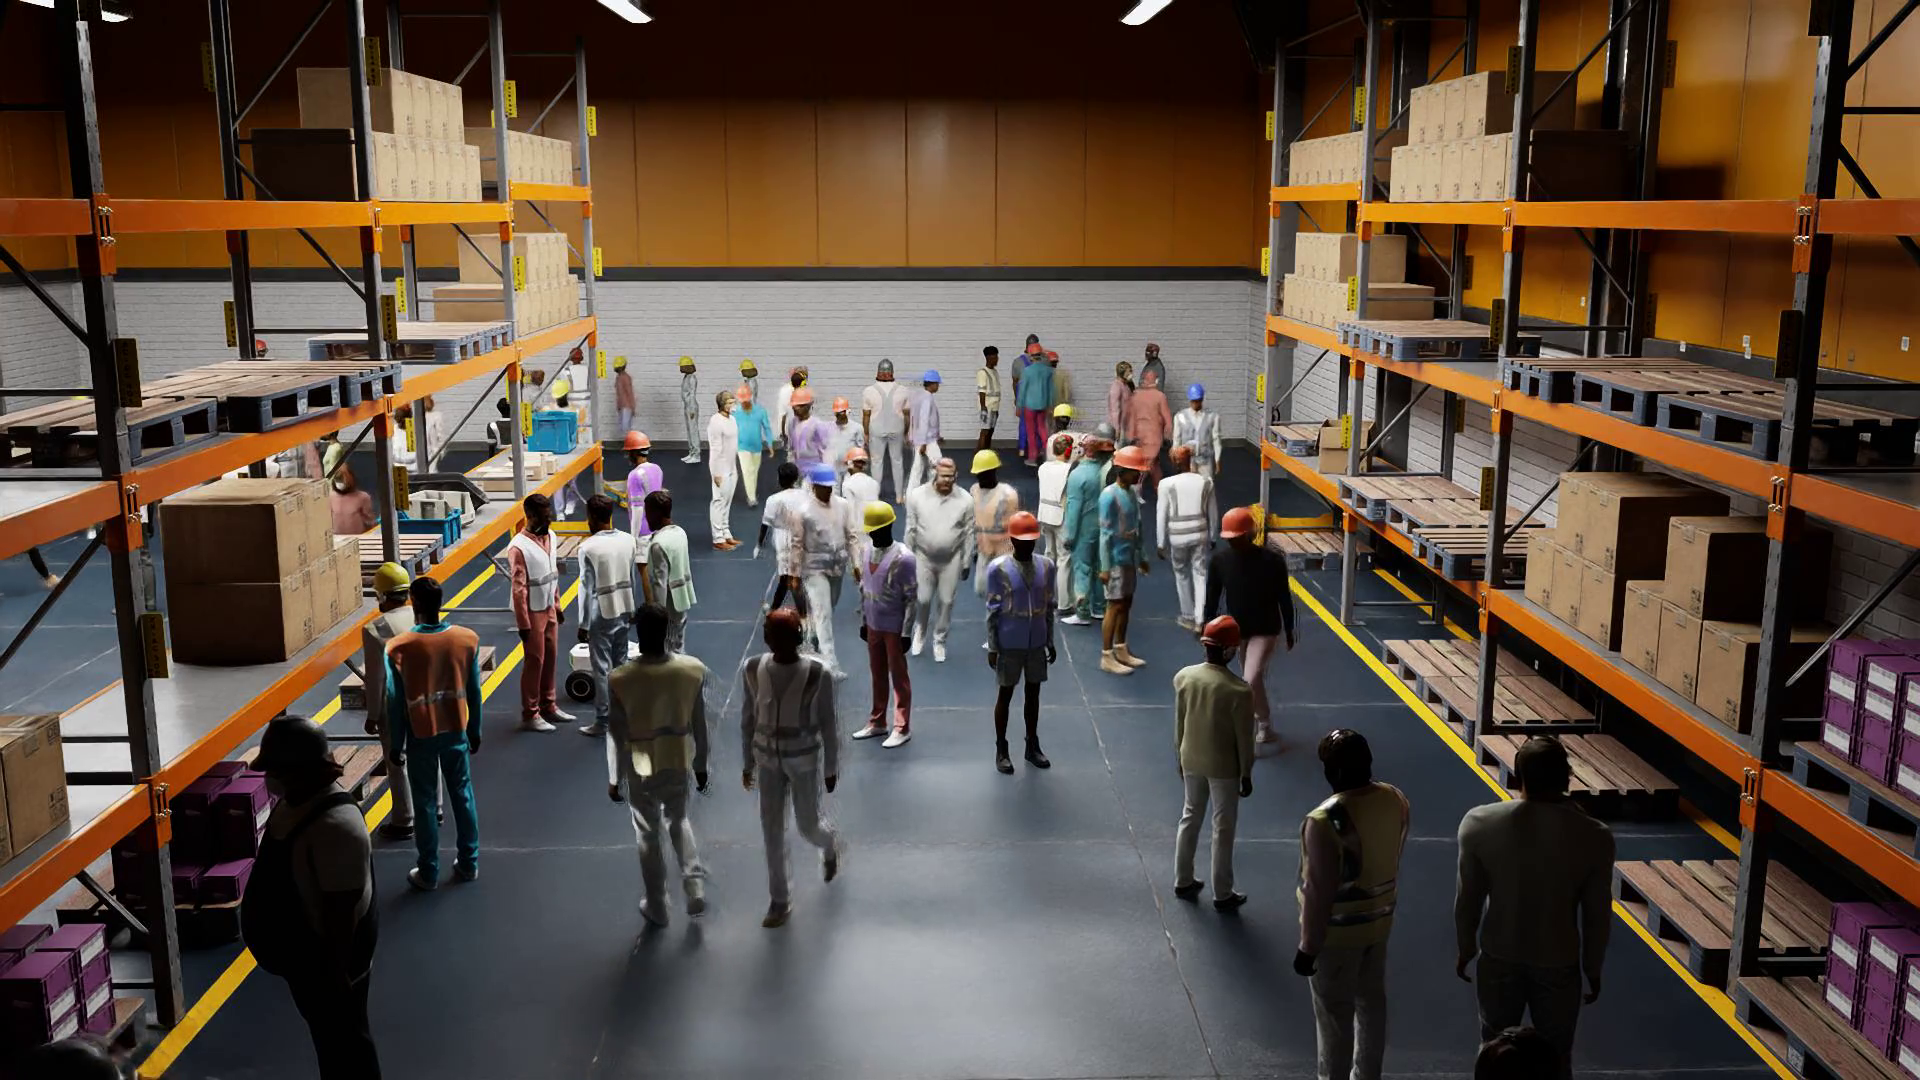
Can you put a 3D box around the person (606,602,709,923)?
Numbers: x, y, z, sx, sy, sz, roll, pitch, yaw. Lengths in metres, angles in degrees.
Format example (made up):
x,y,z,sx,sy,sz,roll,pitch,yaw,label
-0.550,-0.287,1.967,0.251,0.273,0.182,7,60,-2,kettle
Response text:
x,y,z,sx,sy,sz,roll,pitch,yaw,label
-1.717,1.294,9.502,0.591,1.904,0.461,-7,13,-33,person

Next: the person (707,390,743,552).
x,y,z,sx,sy,sz,roll,pitch,yaw,label
-2.845,-0.844,20.120,0.376,1.940,0.629,2,12,12,person

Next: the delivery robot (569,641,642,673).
x,y,z,sx,sy,sz,roll,pitch,yaw,label
-2.920,1.011,14.067,0.707,0.478,0.477,0,11,2,delivery robot

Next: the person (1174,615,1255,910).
x,y,z,sx,sy,sz,roll,pitch,yaw,label
1.520,1.302,9.862,0.354,1.742,0.561,-11,15,-42,person

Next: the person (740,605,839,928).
x,y,z,sx,sy,sz,roll,pitch,yaw,label
-0.975,1.271,9.708,0.585,1.868,0.658,3,12,15,person

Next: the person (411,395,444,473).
x,y,z,sx,sy,sz,roll,pitch,yaw,label
-7.355,-1.264,23.043,0.506,1.613,0.630,2,11,10,person

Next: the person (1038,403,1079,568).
x,y,z,sx,sy,sz,roll,pitch,yaw,label
1.148,-0.615,19.076,0.403,1.891,0.589,10,15,41,person

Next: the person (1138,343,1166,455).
x,y,z,sx,sy,sz,roll,pitch,yaw,label
3.134,-2.286,27.421,0.411,1.913,0.643,-3,12,-14,person

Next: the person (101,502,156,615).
x,y,z,sx,sy,sz,roll,pitch,yaw,label
-8.426,-0.146,16.852,0.389,1.846,0.565,7,13,32,person

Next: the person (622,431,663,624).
x,y,z,sx,sy,sz,roll,pitch,yaw,label
-3.158,-0.122,16.512,0.376,1.932,0.551,3,12,16,person

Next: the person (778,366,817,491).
x,y,z,sx,sy,sz,roll,pitch,yaw,label
-2.221,-1.557,23.836,0.773,1.878,0.685,-10,15,-41,person

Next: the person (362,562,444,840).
x,y,z,sx,sy,sz,roll,pitch,yaw,label
-3.661,1.047,10.904,0.403,1.831,0.596,7,13,32,person

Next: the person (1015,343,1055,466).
x,y,z,sx,sy,sz,roll,pitch,yaw,label
1.198,-2.165,26.634,0.629,1.977,0.410,-7,13,-33,person

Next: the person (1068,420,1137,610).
x,y,z,sx,sy,sz,roll,pitch,yaw,label
1.428,-0.198,16.624,0.693,2.000,0.647,4,12,17,person

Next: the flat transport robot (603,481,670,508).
x,y,z,sx,sy,sz,roll,pitch,yaw,label
-4.596,-0.665,23.419,0.652,0.197,1.431,-6,13,-28,flat transport robot

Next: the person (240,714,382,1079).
x,y,z,sx,sy,sz,roll,pitch,yaw,label
-2.764,1.705,7.084,0.536,2.000,0.684,-8,14,-35,person

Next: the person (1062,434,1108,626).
x,y,z,sx,sy,sz,roll,pitch,yaw,label
1.245,-0.105,16.498,0.403,1.905,0.651,9,15,39,person

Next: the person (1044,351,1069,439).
x,y,z,sx,sy,sz,roll,pitch,yaw,label
1.538,-2.274,27.762,0.576,1.747,0.339,-4,12,-17,person

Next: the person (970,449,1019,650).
x,y,z,sx,sy,sz,roll,pitch,yaw,label
0.345,0.075,15.629,0.589,1.901,0.579,11,16,43,person

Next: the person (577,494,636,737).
x,y,z,sx,sy,sz,roll,pitch,yaw,label
-2.747,0.591,13.009,0.402,1.909,0.599,6,13,29,person

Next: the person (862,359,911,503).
x,y,z,sx,sy,sz,roll,pitch,yaw,label
-1.043,-1.523,23.271,0.689,2.000,0.539,-2,11,-10,person

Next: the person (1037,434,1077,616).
x,y,z,sx,sy,sz,roll,pitch,yaw,label
0.996,-0.154,16.930,0.381,1.836,0.566,-8,14,-35,person

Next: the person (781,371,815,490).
x,y,z,sx,sy,sz,roll,pitch,yaw,label
-2.230,-1.404,23.111,0.526,1.868,0.324,1,11,6,person

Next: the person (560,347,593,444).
x,y,z,sx,sy,sz,roll,pitch,yaw,label
-6.167,-2.171,26.918,0.575,1.882,0.359,-6,13,-28,person

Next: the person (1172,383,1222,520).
x,y,z,sx,sy,sz,roll,pitch,yaw,label
3.009,-1.056,21.197,0.632,1.931,0.607,1,11,7,person

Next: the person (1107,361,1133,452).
x,y,z,sx,sy,sz,roll,pitch,yaw,label
2.313,-1.630,24.104,0.377,1.931,0.624,4,12,18,person

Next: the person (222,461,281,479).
x,y,z,sx,sy,sz,roll,pitch,yaw,label
-7.185,-0.163,16.967,0.561,1.836,0.388,-6,13,-29,person

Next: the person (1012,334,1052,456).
x,y,z,sx,sy,sz,roll,pitch,yaw,label
1.218,-2.422,27.776,0.683,2.000,0.538,2,11,8,person

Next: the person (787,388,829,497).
x,y,z,sx,sy,sz,roll,pitch,yaw,label
-1.753,-0.857,20.037,0.959,2.009,0.621,-11,15,-42,person

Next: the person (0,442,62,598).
x,y,z,sx,sy,sz,roll,pitch,yaw,label
-10.081,-0.217,17.718,0.920,1.643,0.538,-8,14,-34,person

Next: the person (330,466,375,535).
x,y,z,sx,sy,sz,roll,pitch,yaw,label
-6.094,0.045,16.549,0.514,1.580,0.908,0,11,0,person

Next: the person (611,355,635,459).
x,y,z,sx,sy,sz,roll,pitch,yaw,label
-5.519,-2.193,27.404,0.489,1.729,0.528,-6,13,-29,person

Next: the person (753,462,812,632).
x,y,z,sx,sy,sz,roll,pitch,yaw,label
-1.720,0.062,16.309,0.631,1.635,0.882,-11,16,-43,person

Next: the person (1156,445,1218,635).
x,y,z,sx,sy,sz,roll,pitch,yaw,label
2.200,-0.008,16.156,0.627,1.844,0.569,0,11,-3,person

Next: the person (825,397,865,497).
x,y,z,sx,sy,sz,roll,pitch,yaw,label
-1.492,-0.943,21.081,0.572,1.749,0.340,2,12,12,person

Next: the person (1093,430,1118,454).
x,y,z,sx,sy,sz,roll,pitch,yaw,label
1.684,-0.519,19.267,0.320,1.629,0.533,-7,13,-31,person

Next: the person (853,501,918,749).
x,y,z,sx,sy,sz,roll,pitch,yaw,label
-0.578,0.639,12.744,0.398,1.915,0.589,-11,15,-43,person

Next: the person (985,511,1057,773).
x,y,z,sx,sy,sz,roll,pitch,yaw,label
0.460,0.739,12.186,0.552,1.937,0.356,-5,12,-22,person

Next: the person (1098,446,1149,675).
x,y,z,sx,sy,sz,roll,pitch,yaw,label
1.452,0.175,14.790,0.431,2.029,0.635,7,13,31,person

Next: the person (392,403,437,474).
x,y,z,sx,sy,sz,roll,pitch,yaw,label
-6.530,-0.730,19.733,0.642,1.864,0.436,0,11,-2,person

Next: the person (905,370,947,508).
x,y,z,sx,sy,sz,roll,pitch,yaw,label
-0.349,-1.375,22.859,0.905,1.901,0.612,-2,11,-9,person

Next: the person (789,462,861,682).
x,y,z,sx,sy,sz,roll,pitch,yaw,label
-1.228,0.235,14.812,0.604,1.909,0.958,-8,14,-36,person

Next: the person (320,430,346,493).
x,y,z,sx,sy,sz,roll,pitch,yaw,label
-7.184,-0.554,19.127,0.339,1.761,0.524,-3,12,-15,person

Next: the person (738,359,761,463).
x,y,z,sx,sy,sz,roll,pitch,yaw,label
-3.348,-2.008,26.476,0.321,1.737,0.483,-1,11,-5,person

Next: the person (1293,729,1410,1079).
x,y,z,sx,sy,sz,roll,pitch,yaw,label
1.713,1.737,7.447,0.621,1.836,0.430,-9,14,-38,person

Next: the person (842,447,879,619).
x,y,z,sx,sy,sz,roll,pitch,yaw,label
-0.982,-0.071,16.820,0.591,1.707,0.602,7,13,32,person

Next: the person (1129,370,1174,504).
x,y,z,sx,sy,sz,roll,pitch,yaw,label
2.674,-1.455,23.422,0.978,1.849,0.734,-8,14,-36,person

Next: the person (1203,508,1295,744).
x,y,z,sx,sy,sz,roll,pitch,yaw,label
2.157,0.686,12.528,0.627,1.902,1.084,7,13,33,person

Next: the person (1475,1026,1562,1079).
x,y,z,sx,sy,sz,roll,pitch,yaw,label
1.561,2.266,4.770,0.429,1.844,0.632,-2,11,-11,person

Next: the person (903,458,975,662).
x,y,z,sx,sy,sz,roll,pitch,yaw,label
-0.191,0.185,15.112,0.676,1.883,0.401,-1,11,-6,person

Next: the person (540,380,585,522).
x,y,z,sx,sy,sz,roll,pitch,yaw,label
-5.285,-1.218,22.146,0.599,1.882,0.830,-3,12,-13,person

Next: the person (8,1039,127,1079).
x,y,z,sx,sy,sz,roll,pitch,yaw,label
-2.278,2.211,4.546,0.934,2.000,0.693,-6,13,-26,person

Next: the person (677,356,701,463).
x,y,z,sx,sy,sz,roll,pitch,yaw,label
-4.417,-2.127,27.068,0.322,1.736,0.486,-5,12,-23,person

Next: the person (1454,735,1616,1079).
x,y,z,sx,sy,sz,roll,pitch,yaw,label
2.403,1.767,7.036,0.629,1.936,0.372,4,12,21,person

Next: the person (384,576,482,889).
x,y,z,sx,sy,sz,roll,pitch,yaw,label
-3.175,1.170,10.117,0.587,1.909,0.403,-10,15,-40,person

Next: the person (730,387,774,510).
x,y,z,sx,sy,sz,roll,pitch,yaw,label
-2.883,-1.274,22.898,0.571,1.680,0.924,-4,12,-20,person

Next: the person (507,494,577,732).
x,y,z,sx,sy,sz,roll,pitch,yaw,label
-3.339,0.568,13.132,0.411,1.906,0.603,3,12,14,person

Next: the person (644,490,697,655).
x,y,z,sx,sy,sz,roll,pitch,yaw,label
-2.311,0.550,13.222,0.411,1.908,0.596,1,11,6,person

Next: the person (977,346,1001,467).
x,y,z,sx,sy,sz,roll,pitch,yaw,label
0.466,-2.102,26.357,0.361,1.963,0.612,4,12,20,person
